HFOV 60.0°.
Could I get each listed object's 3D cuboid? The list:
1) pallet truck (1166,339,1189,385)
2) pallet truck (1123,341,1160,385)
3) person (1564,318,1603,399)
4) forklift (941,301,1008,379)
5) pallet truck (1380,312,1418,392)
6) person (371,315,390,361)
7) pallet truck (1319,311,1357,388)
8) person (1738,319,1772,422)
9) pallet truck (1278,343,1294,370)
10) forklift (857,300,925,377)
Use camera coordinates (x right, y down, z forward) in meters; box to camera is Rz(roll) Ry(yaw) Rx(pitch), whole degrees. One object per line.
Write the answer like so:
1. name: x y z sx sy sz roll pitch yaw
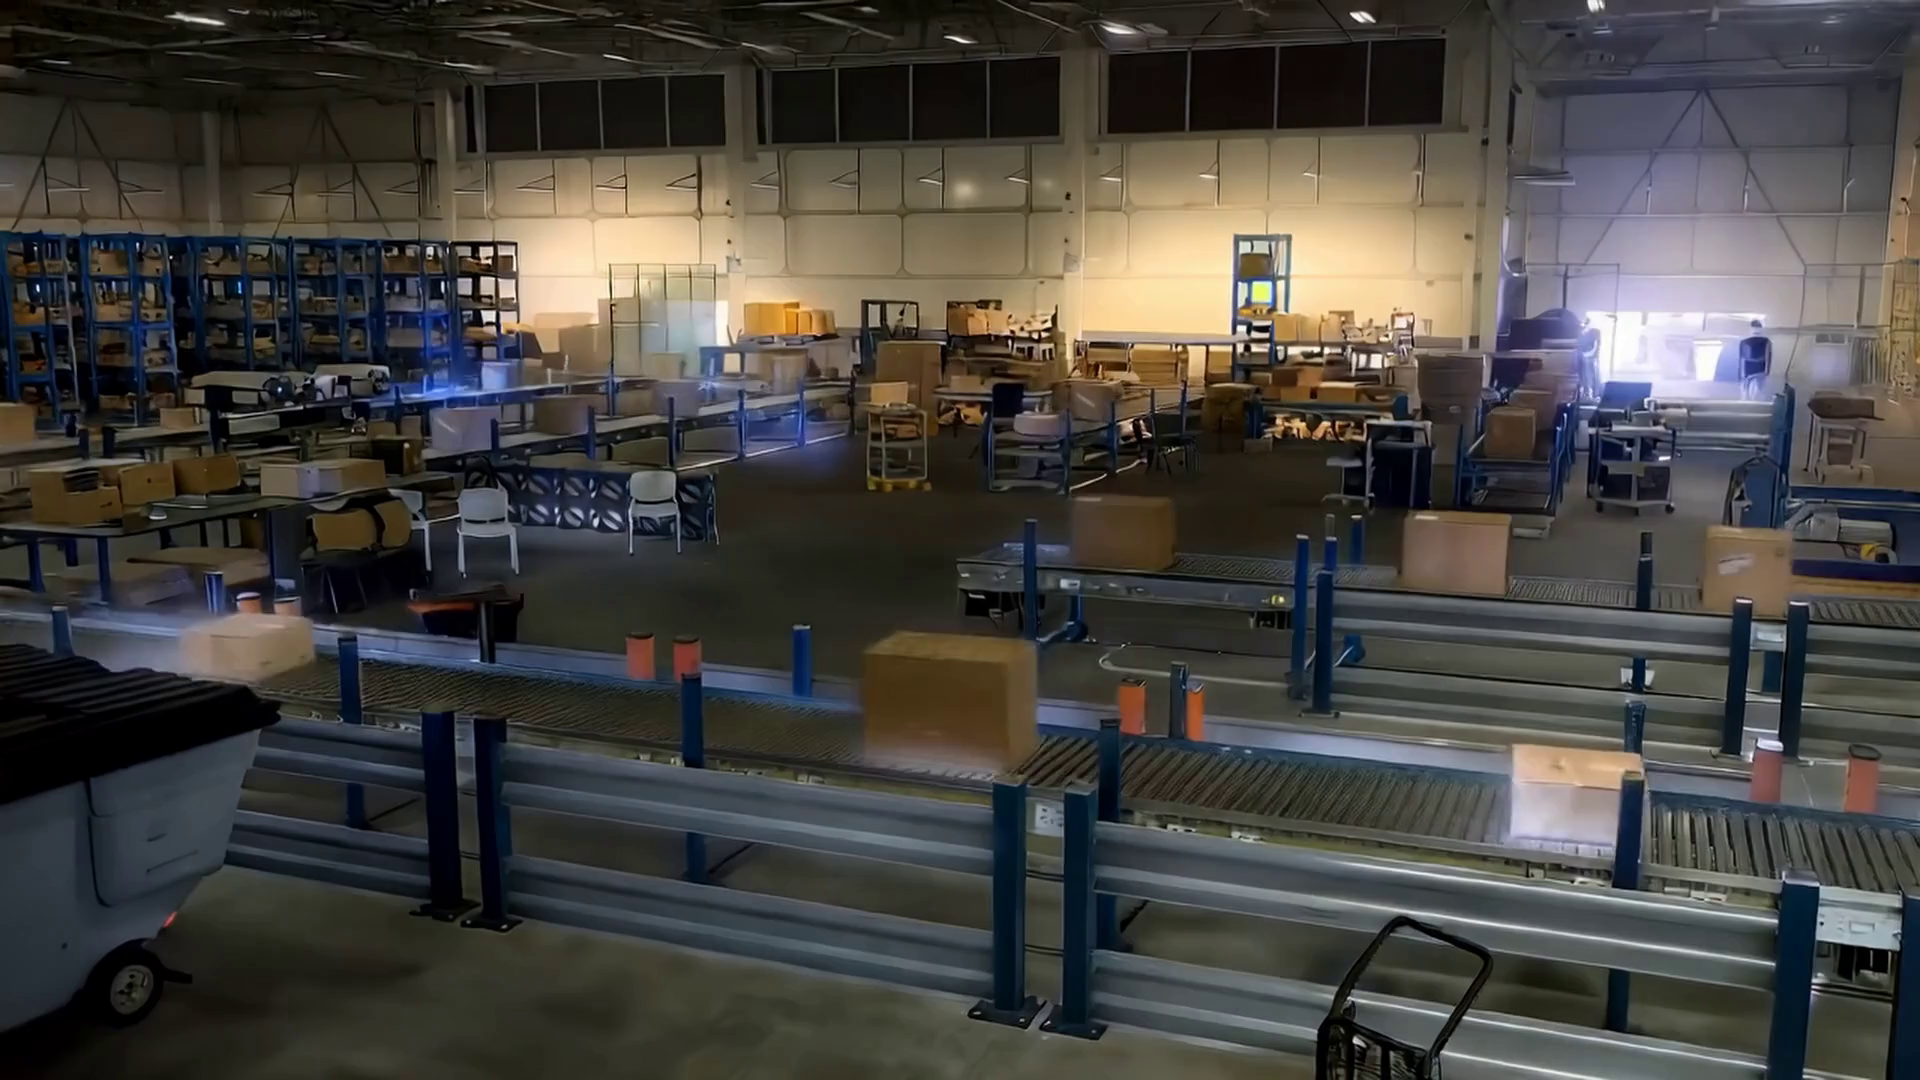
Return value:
1. pallet truck: 5.418 -4.269 40.420 0.704 1.261 1.522 3 10 20
2. pallet truck: 4.445 -4.380 41.279 0.680 1.201 1.601 4 10 22
3. person: 14.221 -4.097 37.690 1.011 1.852 0.661 -6 11 -32
4. forklift: 0.365 -4.966 41.571 1.157 1.987 2.680 3 10 20
5. pallet truck: 10.207 -4.283 38.369 0.823 1.965 1.885 3 10 20
6. person: -15.971 -5.444 45.901 0.574 1.828 0.512 3 10 15
7. pallet truck: 9.071 -4.419 39.190 0.823 1.965 1.885 5 10 26
8. person: 15.358 -3.255 32.102 0.615 2.021 0.832 0 9 3
9. pallet truck: 7.886 -4.163 39.743 0.653 1.274 1.630 4 10 22
10. forklift: -1.732 -5.109 42.468 1.157 1.987 2.680 4 10 22
